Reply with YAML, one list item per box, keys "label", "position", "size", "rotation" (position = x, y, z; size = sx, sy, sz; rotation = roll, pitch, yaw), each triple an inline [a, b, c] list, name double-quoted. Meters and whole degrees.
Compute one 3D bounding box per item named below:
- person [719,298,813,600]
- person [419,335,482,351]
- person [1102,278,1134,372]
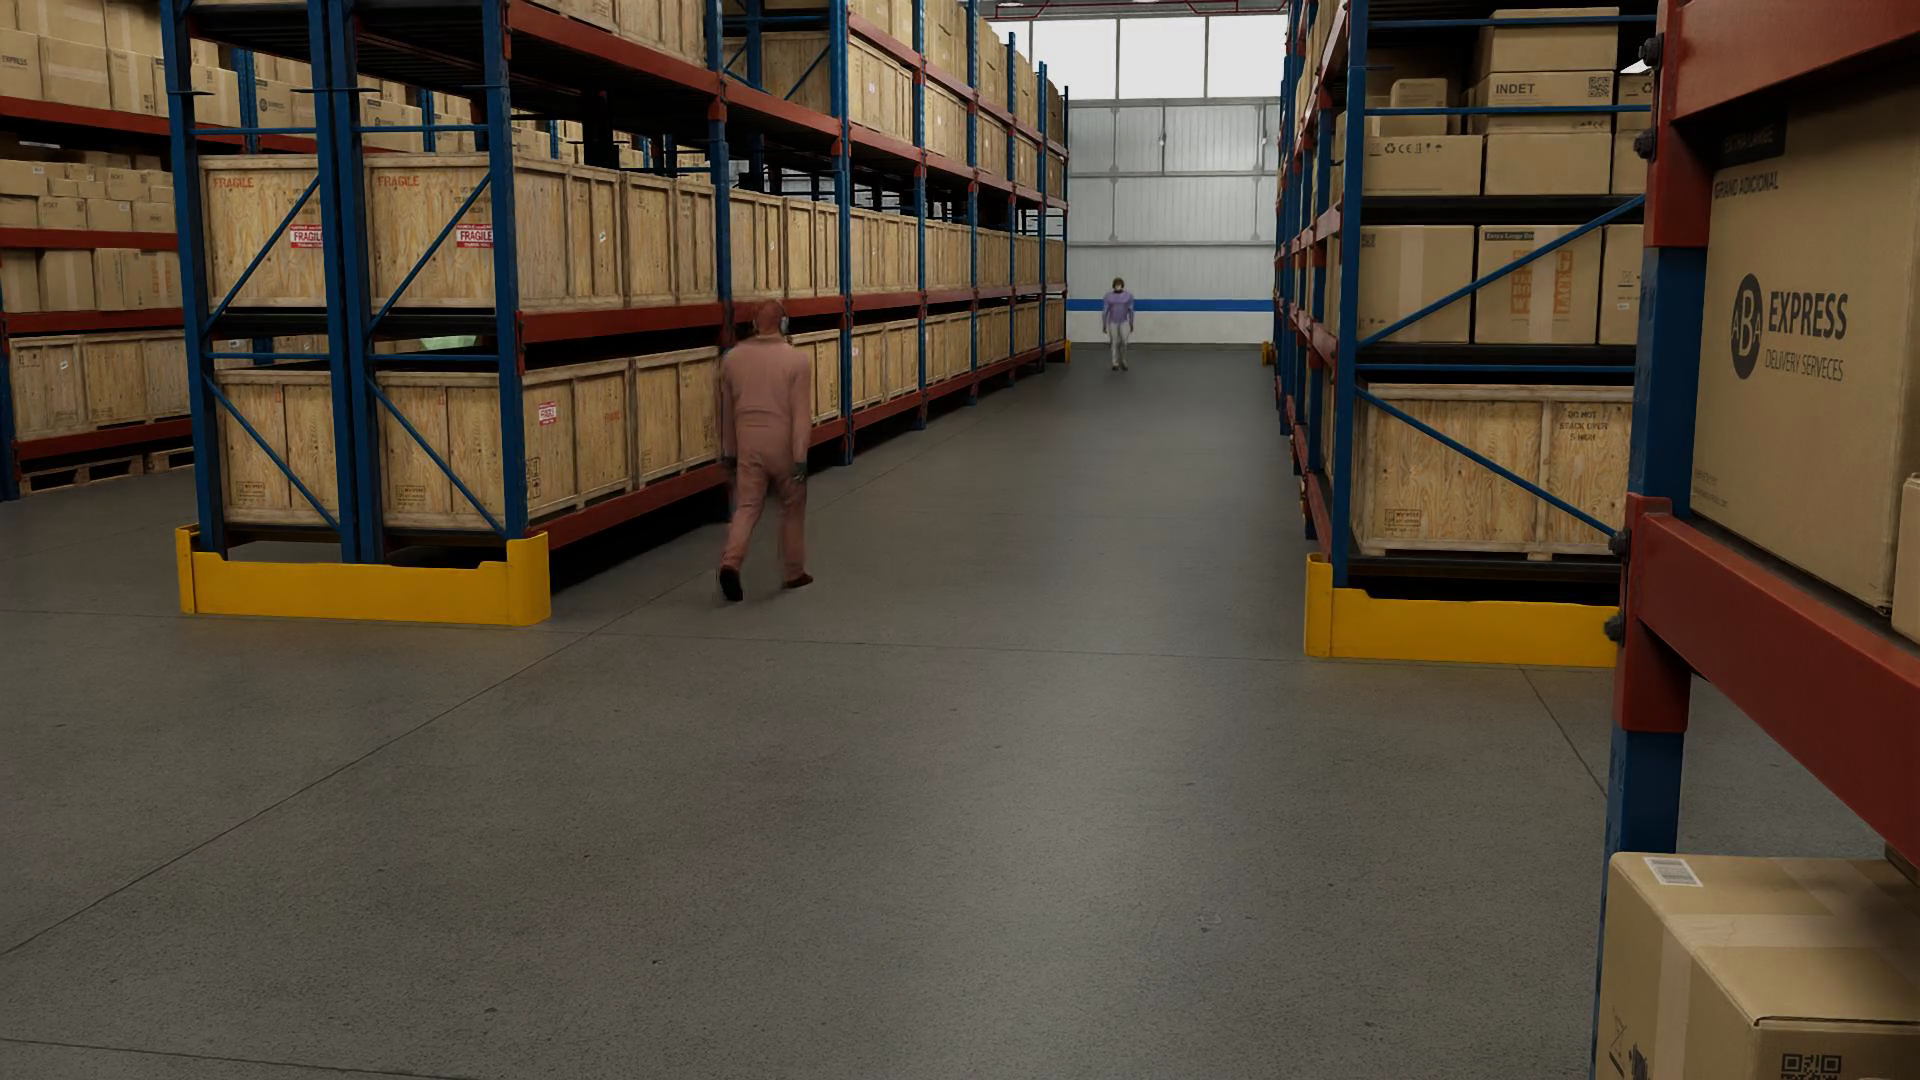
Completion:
- label: "person"
  position: [-1.226, -0.569, 10.365]
  size: [0.653, 1.875, 0.909]
  rotation: [4, 10, 21]
- label: "person"
  position: [-4.548, -1.299, 14.970]
  size: [0.562, 1.838, 0.390]
  rotation: [-1, 9, -7]
- label: "person"
  position: [3.221, -4.371, 33.824]
  size: [0.663, 1.896, 0.939]
  rotation: [0, 9, 0]
